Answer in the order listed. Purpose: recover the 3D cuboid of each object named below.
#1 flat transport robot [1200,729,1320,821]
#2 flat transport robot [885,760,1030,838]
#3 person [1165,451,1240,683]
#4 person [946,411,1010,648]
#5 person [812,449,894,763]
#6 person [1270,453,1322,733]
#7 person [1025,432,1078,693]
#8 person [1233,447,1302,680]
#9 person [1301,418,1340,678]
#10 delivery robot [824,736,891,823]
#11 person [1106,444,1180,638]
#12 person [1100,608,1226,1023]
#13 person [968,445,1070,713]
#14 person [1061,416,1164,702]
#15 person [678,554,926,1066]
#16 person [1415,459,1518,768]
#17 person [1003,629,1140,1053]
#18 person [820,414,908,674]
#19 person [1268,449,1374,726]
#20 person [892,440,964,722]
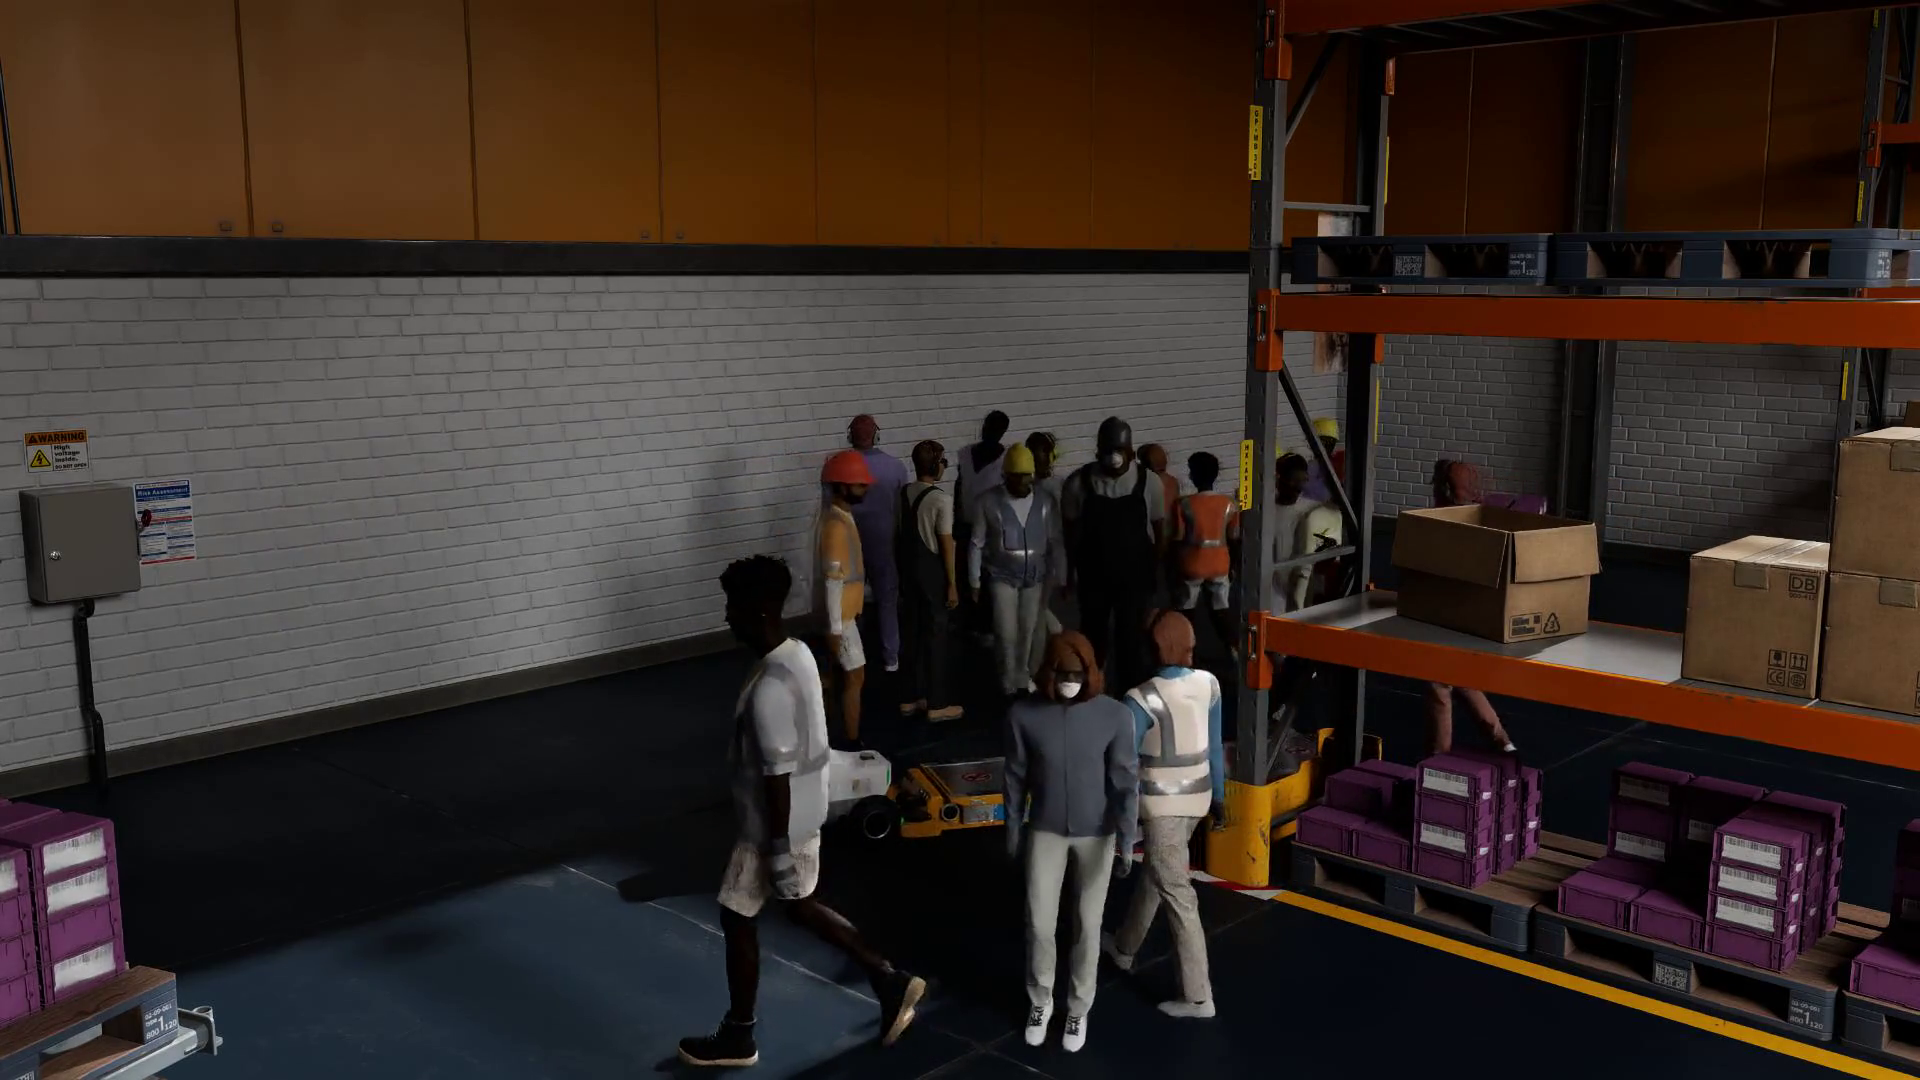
[{"bbox_3d":[1.724,1.303,9.336,1.431,0.197,0.652,-5,10,-27],"label":"flat transport robot"},{"bbox_3d":[0.296,1.356,9.008,1.431,0.197,0.652,-3,10,-16],"label":"flat transport robot"},{"bbox_3d":[1.726,0.211,11.728,0.550,1.680,0.647,-3,10,-15],"label":"person"},{"bbox_3d":[0.166,-0.094,13.072,0.781,1.864,0.368,8,12,40],"label":"person"},{"bbox_3d":[-0.767,0.412,9.789,0.676,1.915,0.567,0,9,-3],"label":"person"},{"bbox_3d":[2.059,0.352,10.505,0.486,1.809,0.988,-2,9,-10],"label":"person"},{"bbox_3d":[0.613,0.128,11.786,0.503,1.835,0.888,6,11,33],"label":"person"},{"bbox_3d":[2.182,0.157,11.934,0.528,1.716,0.937,4,10,22],"label":"person"},{"bbox_3d":[2.636,0.052,12.138,0.580,1.867,1.012,4,10,24],"label":"person"},{"bbox_3d":[-0.726,1.244,8.544,0.707,0.478,0.477,-3,10,-20],"label":"delivery robot"},{"bbox_3d":[1.486,0.052,12.955,0.506,1.596,0.851,-6,11,-34],"label":"person"},{"bbox_3d":[0.790,1.073,6.679,0.560,1.596,0.808,-8,12,-41],"label":"person"},{"bbox_3d":[0.397,0.259,11.060,0.658,1.794,0.629,-3,10,-18],"label":"person"},{"bbox_3d":[1.018,0.124,11.150,0.686,2.000,0.891,1,9,4],"label":"person"},{"bbox_3d":[-0.595,1.001,6.098,0.840,1.935,0.592,2,9,9],"label":"person"},{"bbox_3d":[2.837,0.485,9.413,0.659,1.892,0.528,-6,11,-34],"label":"person"},{"bbox_3d":[0.412,1.134,6.229,0.520,1.616,0.420,1,9,6],"label":"person"},{"bbox_3d":[-0.691,0.038,12.086,0.643,1.910,0.400,-1,9,-6],"label":"person"},{"bbox_3d":[2.046,0.416,9.694,0.656,1.949,0.920,-8,12,-40],"label":"person"},{"bbox_3d":[-0.217,0.265,10.885,0.518,1.844,0.329,9,13,42],"label":"person"}]
